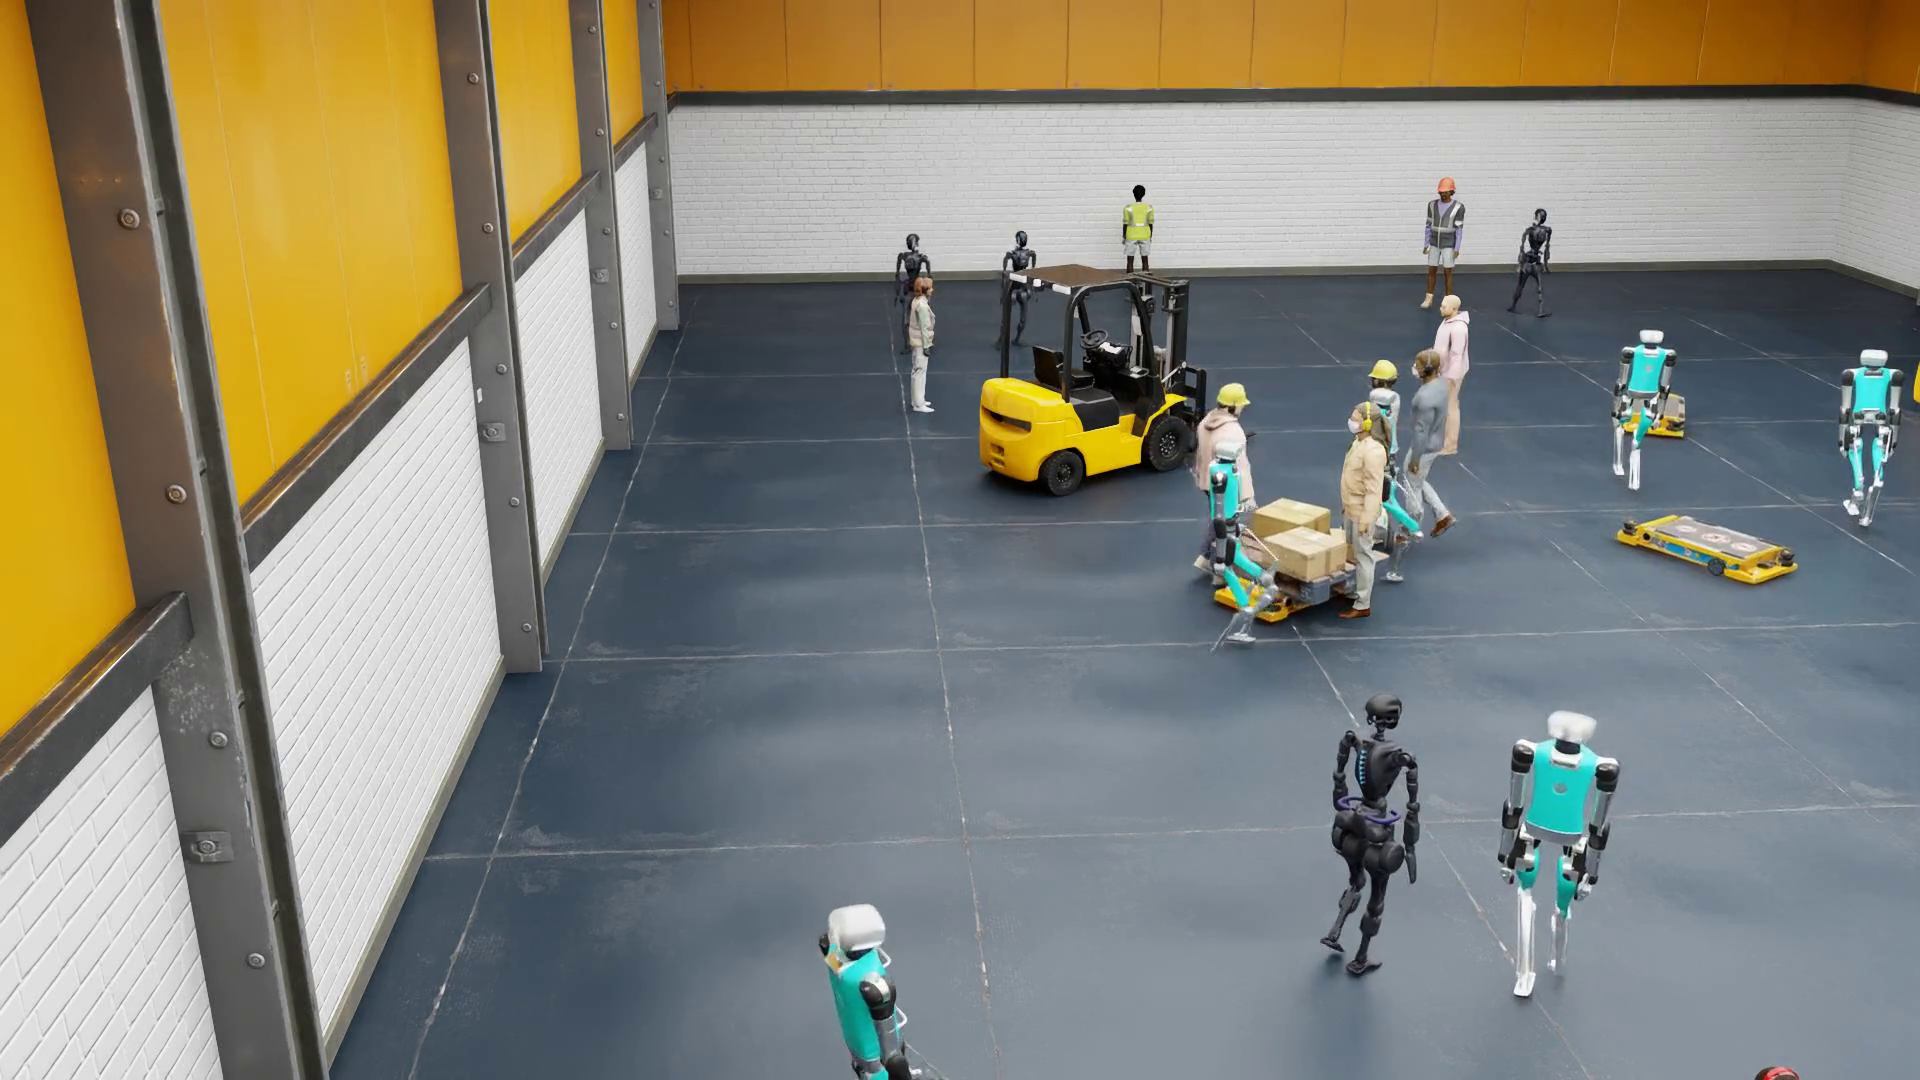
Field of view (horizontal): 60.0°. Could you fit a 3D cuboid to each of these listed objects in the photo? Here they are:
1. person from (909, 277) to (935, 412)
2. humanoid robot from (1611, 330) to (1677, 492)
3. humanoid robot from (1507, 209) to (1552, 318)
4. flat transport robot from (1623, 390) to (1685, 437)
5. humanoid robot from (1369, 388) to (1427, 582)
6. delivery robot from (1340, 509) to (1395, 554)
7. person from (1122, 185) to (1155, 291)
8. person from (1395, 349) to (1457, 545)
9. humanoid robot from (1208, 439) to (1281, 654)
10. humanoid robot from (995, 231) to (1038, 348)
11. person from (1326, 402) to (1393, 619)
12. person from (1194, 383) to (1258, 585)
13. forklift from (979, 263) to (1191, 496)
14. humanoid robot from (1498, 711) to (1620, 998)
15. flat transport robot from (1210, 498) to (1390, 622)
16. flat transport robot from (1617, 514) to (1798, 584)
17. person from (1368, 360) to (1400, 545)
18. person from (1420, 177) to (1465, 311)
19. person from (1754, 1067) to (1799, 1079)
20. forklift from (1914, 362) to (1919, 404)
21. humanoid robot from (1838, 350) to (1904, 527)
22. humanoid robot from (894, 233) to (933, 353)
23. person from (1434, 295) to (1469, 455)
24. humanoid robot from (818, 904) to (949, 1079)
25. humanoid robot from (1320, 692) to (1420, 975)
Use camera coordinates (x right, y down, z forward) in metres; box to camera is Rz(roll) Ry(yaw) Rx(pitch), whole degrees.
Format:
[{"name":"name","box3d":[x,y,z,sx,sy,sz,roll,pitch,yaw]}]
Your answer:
[{"name":"person","box3d":[-0.461,-2.359,20.077,0.313,1.632,0.516,-4,20,-10]},{"name":"humanoid robot","box3d":[7.015,-1.378,17.288,0.533,1.748,1.012,4,21,11]},{"name":"humanoid robot","box3d":[8.612,-4.156,24.967,0.608,1.621,0.778,-8,22,-21]},{"name":"flat transport robot","box3d":[8.239,-1.513,19.749,0.659,0.231,1.431,8,22,20]},{"name":"humanoid robot","box3d":[3.892,-0.444,14.721,0.736,1.778,0.548,9,22,23]},{"name":"delivery robot","box3d":[3.836,-0.185,15.744,0.499,0.613,0.790,2,20,6]},{"name":"person","box3d":[2.870,-4.875,26.849,0.531,1.689,0.322,-2,20,-6]},{"name":"person","box3d":[4.339,-0.844,15.517,0.556,1.925,0.645,9,22,24]},{"name":"humanoid robot","box3d":[2.307,0.114,13.265,0.725,1.835,0.555,6,21,17]},{"name":"humanoid robot","box3d":[0.778,-3.473,23.064,0.622,1.640,0.375,-12,23,-29]},{"name":"person","box3d":[3.384,-0.256,13.996,0.402,1.877,0.552,-1,20,-3]},{"name":"person","box3d":[2.313,-0.482,14.640,0.470,1.851,0.846,-6,21,-16]},{"name":"forklift","box3d":[1.315,-1.764,17.646,2.313,2.155,1.214,-14,24,-33]},{"name":"humanoid robot","box3d":[3.192,1.712,8.968,0.540,1.887,0.698,9,22,23]},{"name":"flat transport robot","box3d":[2.957,0.378,14.596,1.431,0.231,0.659,-15,25,-36]},{"name":"flat transport robot","box3d":[6.934,0.060,15.463,0.659,0.231,1.431,-13,24,-31]},{"name":"person","box3d":[3.956,-0.828,15.709,0.329,1.767,0.525,14,24,33]},{"name":"person","box3d":[7.348,-4.512,25.372,0.601,2.034,0.414,16,26,37]},{"name":"person","box3d":[2.961,2.686,6.298,0.458,1.651,0.337,-6,21,-15]},{"name":"forklift","box3d":[12.602,-2.435,19.475,2.313,2.155,1.214,-1,20,-4]},{"name":"humanoid robot","box3d":[8.721,-0.925,16.011,0.591,1.730,1.008,8,22,20]},{"name":"humanoid robot","box3d":[-0.609,-3.420,22.944,0.603,1.643,0.686,10,22,25]},{"name":"person","box3d":[5.438,-1.838,18.453,0.408,1.775,0.526,-1,20,-4]},{"name":"humanoid robot","box3d":[-0.173,2.328,7.193,0.812,1.796,0.551,-11,23,-28]},{"name":"humanoid robot","box3d":[2.246,1.618,9.160,0.380,1.645,0.595,-15,25,-36]}]
